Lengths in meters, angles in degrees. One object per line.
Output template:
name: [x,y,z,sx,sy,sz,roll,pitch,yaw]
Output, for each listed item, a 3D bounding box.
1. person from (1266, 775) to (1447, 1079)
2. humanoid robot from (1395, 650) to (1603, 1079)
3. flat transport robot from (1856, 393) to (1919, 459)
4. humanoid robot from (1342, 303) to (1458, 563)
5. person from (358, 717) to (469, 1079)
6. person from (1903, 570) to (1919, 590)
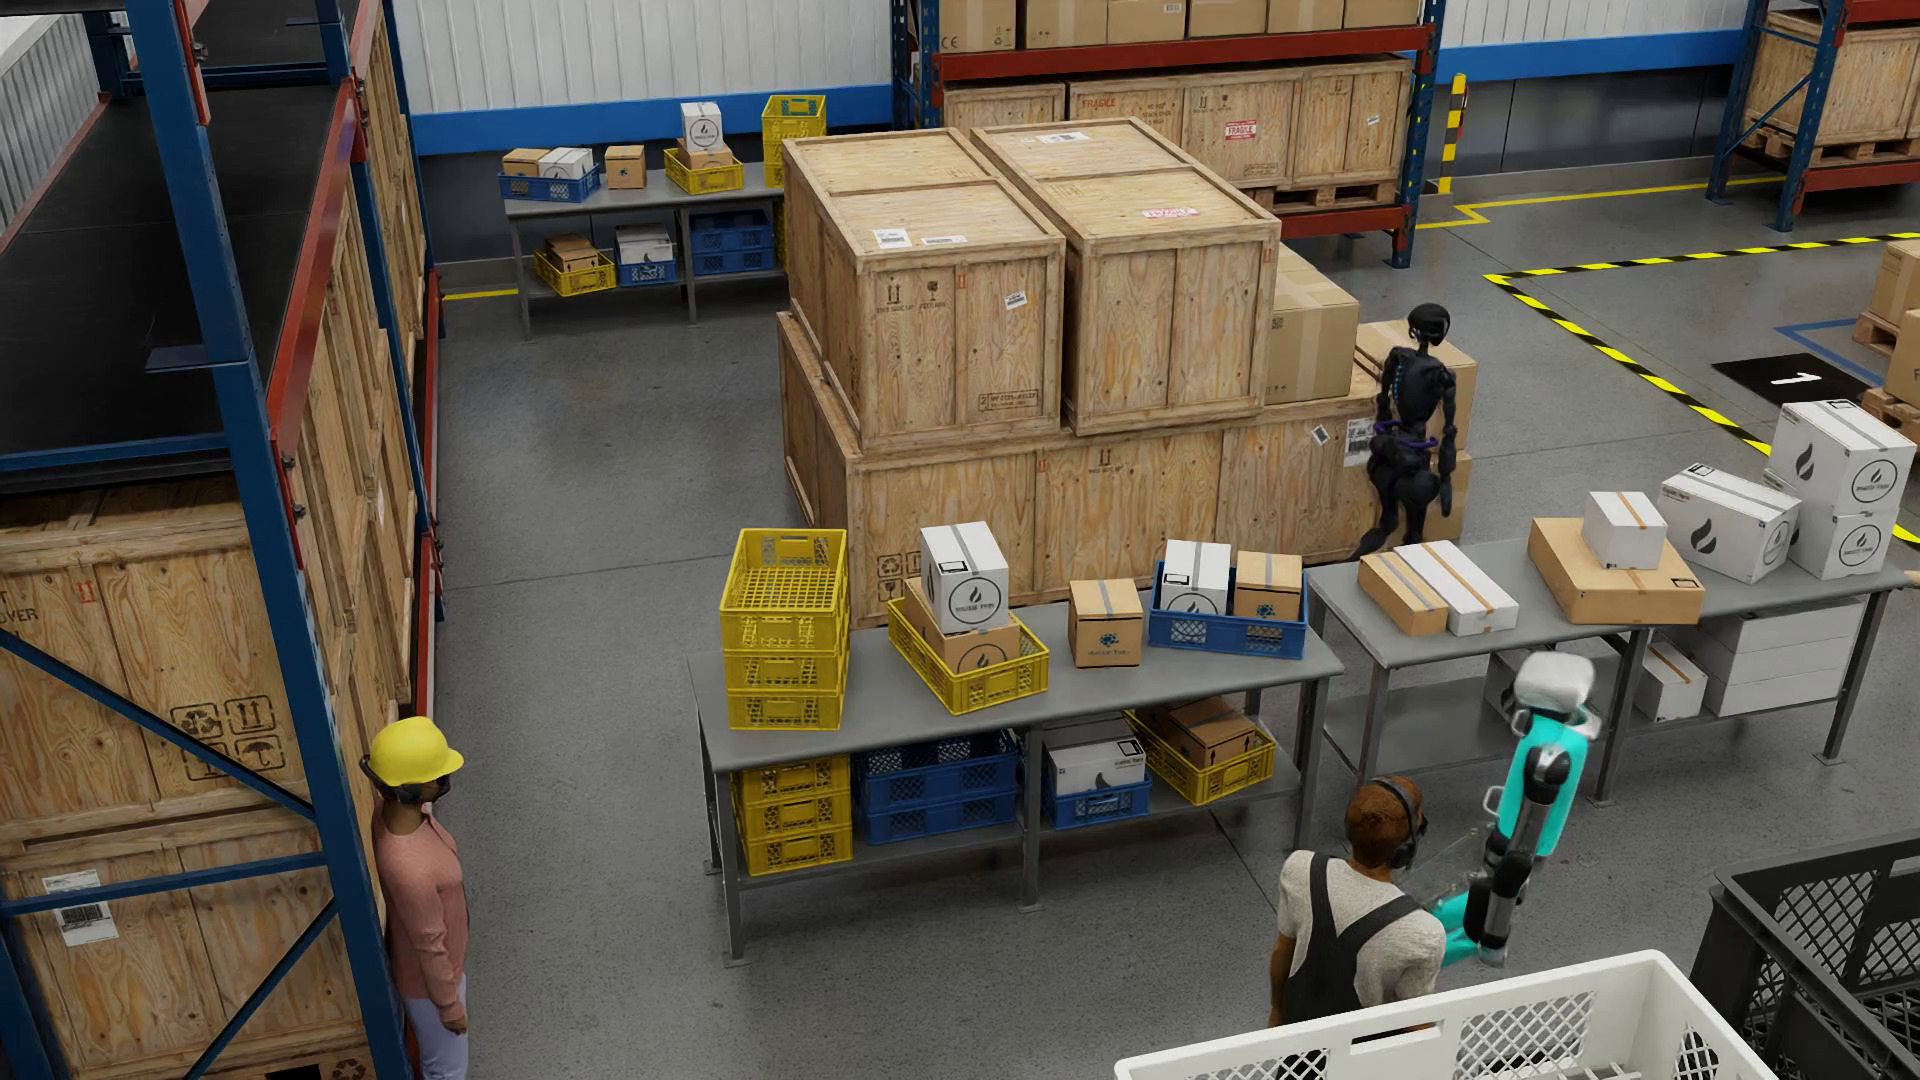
person: [1.112,1.463,4.841,0.507,1.839,0.338,23,36,35]
humanoid robot: [1.561,1.120,5.611,0.900,1.814,0.553,13,32,23]
flat transport robot: [6.179,-0.561,10.107,0.652,0.197,1.431,-8,30,-14]
humanoid robot: [2.199,-0.384,8.355,0.508,1.638,0.589,-14,32,-24]
person: [-1.622,1.307,5.202,0.334,1.761,0.522,-11,31,-19]
person: [5.184,-0.553,8.286,0.382,2.038,0.613,1,29,2]
